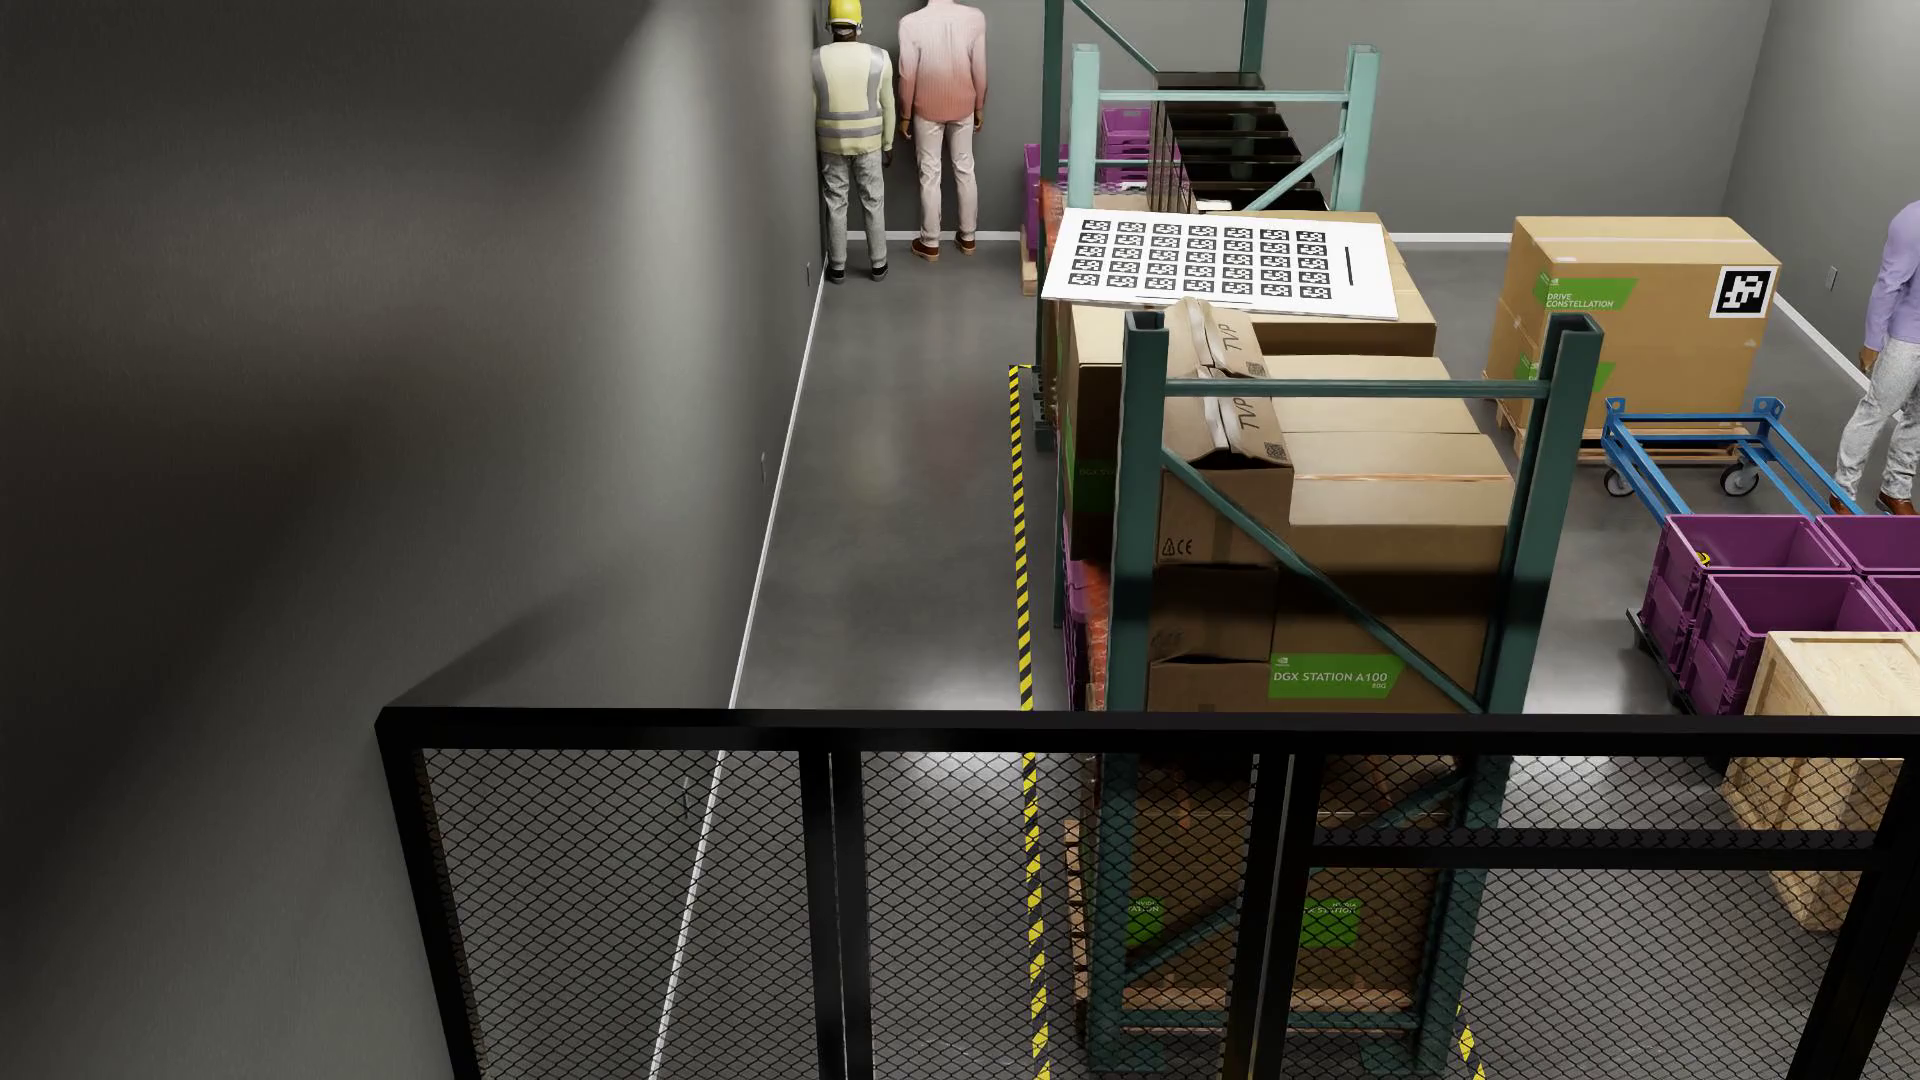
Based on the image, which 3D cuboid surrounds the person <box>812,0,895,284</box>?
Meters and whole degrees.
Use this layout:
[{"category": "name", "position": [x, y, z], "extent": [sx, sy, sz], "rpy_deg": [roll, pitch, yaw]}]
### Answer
[{"category": "person", "position": [-0.702, -2.522, 10.505], "extent": [0.591, 1.834, 0.404], "rpy_deg": [-3, 31, -5]}]

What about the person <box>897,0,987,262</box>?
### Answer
[{"category": "person", "position": [-0.126, -2.817, 10.841], "extent": [0.612, 1.994, 0.395], "rpy_deg": [-12, 33, -18]}]

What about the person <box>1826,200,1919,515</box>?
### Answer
[{"category": "person", "position": [4.530, -0.939, 7.775], "extent": [0.638, 1.938, 0.356], "rpy_deg": [-1, 31, -2]}]
